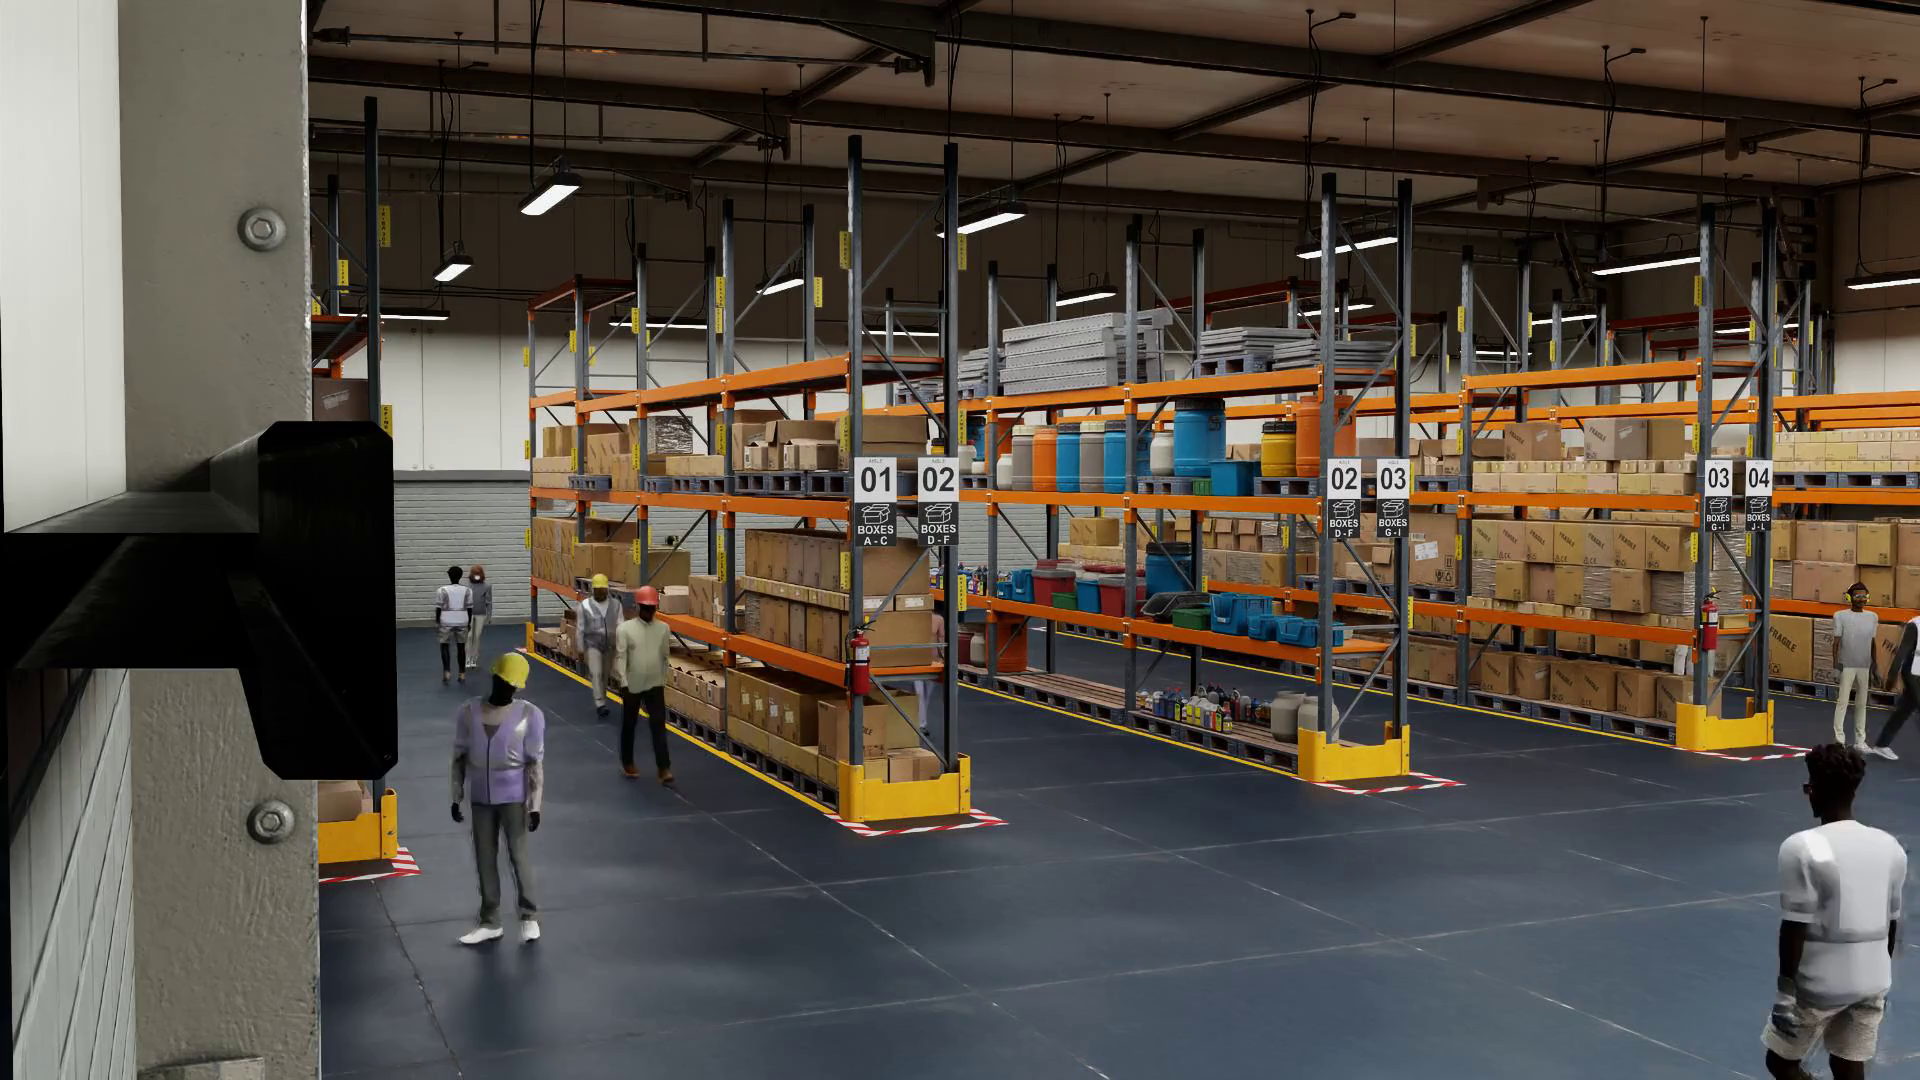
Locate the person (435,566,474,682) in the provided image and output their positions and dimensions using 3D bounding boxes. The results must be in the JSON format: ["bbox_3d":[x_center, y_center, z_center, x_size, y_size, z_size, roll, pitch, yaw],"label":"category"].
[{"bbox_3d":[-7.352,1.225,26.068,0.558,1.690,0.334,-1,3,-31],"label":"person"}]

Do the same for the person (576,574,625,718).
[{"bbox_3d":[-4.455,1.319,22.391,0.591,1.781,0.924,-1,3,-30],"label":"person"}]

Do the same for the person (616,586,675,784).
[{"bbox_3d":[-3.129,1.426,17.738,0.607,1.943,1.045,-1,3,-30],"label":"person"}]

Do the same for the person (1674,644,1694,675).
[{"bbox_3d":[9.951,1.195,24.428,0.584,1.881,0.347,-1,2,-26],"label":"person"}]

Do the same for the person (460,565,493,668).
[{"bbox_3d":[-7.531,1.193,27.858,0.517,1.602,0.678,-1,2,-21],"label":"person"}]

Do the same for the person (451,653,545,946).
[{"bbox_3d":[-3.002,1.679,11.706,0.637,1.892,0.392,0,2,11],"label":"person"}]

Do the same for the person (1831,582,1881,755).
[{"bbox_3d":[9.742,1.390,19.469,0.516,1.873,0.329,0,2,-2],"label":"person"}]

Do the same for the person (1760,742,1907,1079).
[{"bbox_3d":[3.614,1.812,7.420,0.630,1.948,0.413,-1,2,-18],"label":"person"}]

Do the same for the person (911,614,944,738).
[{"bbox_3d":[-0.390,1.422,20.607,0.531,1.720,0.913,-1,2,-20],"label":"person"}]

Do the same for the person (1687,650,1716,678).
[{"bbox_3d":[10.459,1.143,25.237,0.634,1.923,0.437,-1,2,-28],"label":"person"}]

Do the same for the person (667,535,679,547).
[{"bbox_3d":[-5.583,0.822,34.556,0.522,1.857,0.426,2,3,42],"label":"person"}]

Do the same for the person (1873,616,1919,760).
[{"bbox_3d":[10.050,1.436,18.830,0.633,1.844,1.035,-1,3,-33],"label":"person"}]
